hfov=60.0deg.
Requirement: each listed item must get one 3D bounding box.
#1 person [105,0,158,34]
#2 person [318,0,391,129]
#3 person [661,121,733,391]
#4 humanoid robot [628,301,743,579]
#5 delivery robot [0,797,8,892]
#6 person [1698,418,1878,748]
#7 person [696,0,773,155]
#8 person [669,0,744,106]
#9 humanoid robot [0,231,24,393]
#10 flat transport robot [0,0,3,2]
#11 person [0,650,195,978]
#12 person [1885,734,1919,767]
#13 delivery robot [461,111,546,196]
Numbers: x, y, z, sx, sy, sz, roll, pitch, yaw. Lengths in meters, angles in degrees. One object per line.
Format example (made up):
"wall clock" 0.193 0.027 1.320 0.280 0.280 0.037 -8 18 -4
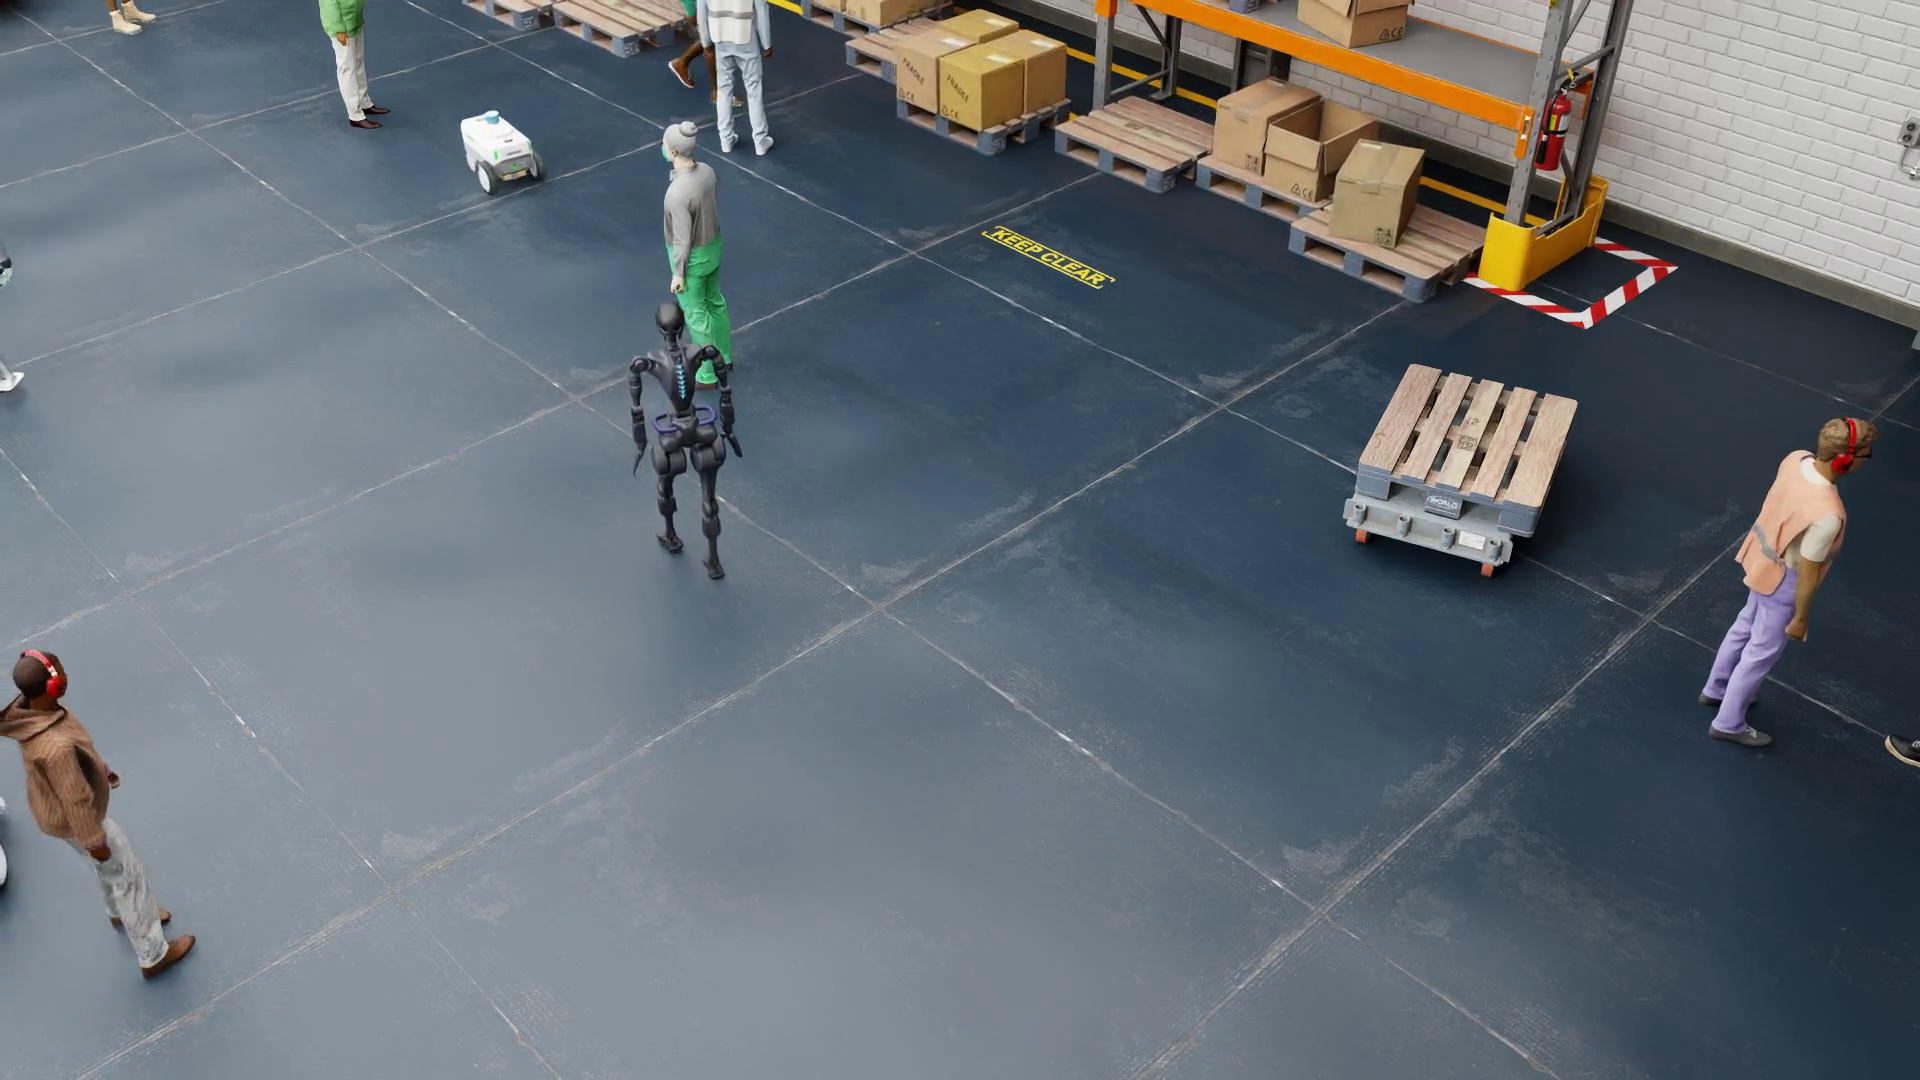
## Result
"person" -8.153 -5.897 15.880 0.400 2.032 0.606 5 37 7
"person" -5.211 -4.406 14.110 0.384 1.783 0.537 0 37 0
"person" -1.700 -1.818 10.637 0.325 1.839 0.524 12 39 15
"humanoid robot" -1.518 -0.578 9.137 0.608 1.639 0.567 -13 39 -17
"delivery robot" -4.659 1.305 7.584 0.509 0.613 0.785 -9 38 -12
"person" 3.919 0.203 7.965 0.380 1.840 0.564 4 37 6
"person" -1.840 -4.087 13.587 0.593 1.910 0.384 7 38 9
"person" -2.266 -4.710 14.474 0.655 1.827 0.504 10 38 13
"humanoid robot" -6.334 -1.643 10.509 0.547 1.806 0.725 -4 37 -6
"flat transport robot" -10.079 -5.414 16.700 0.659 0.231 1.431 7 38 10
"person" -3.632 1.140 6.901 0.357 1.623 0.508 -25 44 -29
"person" 4.868 0.288 7.749 0.603 1.962 0.374 -20 41 -24
"delivery robot" -3.741 -3.165 13.502 0.499 0.614 0.815 -24 43 -28
